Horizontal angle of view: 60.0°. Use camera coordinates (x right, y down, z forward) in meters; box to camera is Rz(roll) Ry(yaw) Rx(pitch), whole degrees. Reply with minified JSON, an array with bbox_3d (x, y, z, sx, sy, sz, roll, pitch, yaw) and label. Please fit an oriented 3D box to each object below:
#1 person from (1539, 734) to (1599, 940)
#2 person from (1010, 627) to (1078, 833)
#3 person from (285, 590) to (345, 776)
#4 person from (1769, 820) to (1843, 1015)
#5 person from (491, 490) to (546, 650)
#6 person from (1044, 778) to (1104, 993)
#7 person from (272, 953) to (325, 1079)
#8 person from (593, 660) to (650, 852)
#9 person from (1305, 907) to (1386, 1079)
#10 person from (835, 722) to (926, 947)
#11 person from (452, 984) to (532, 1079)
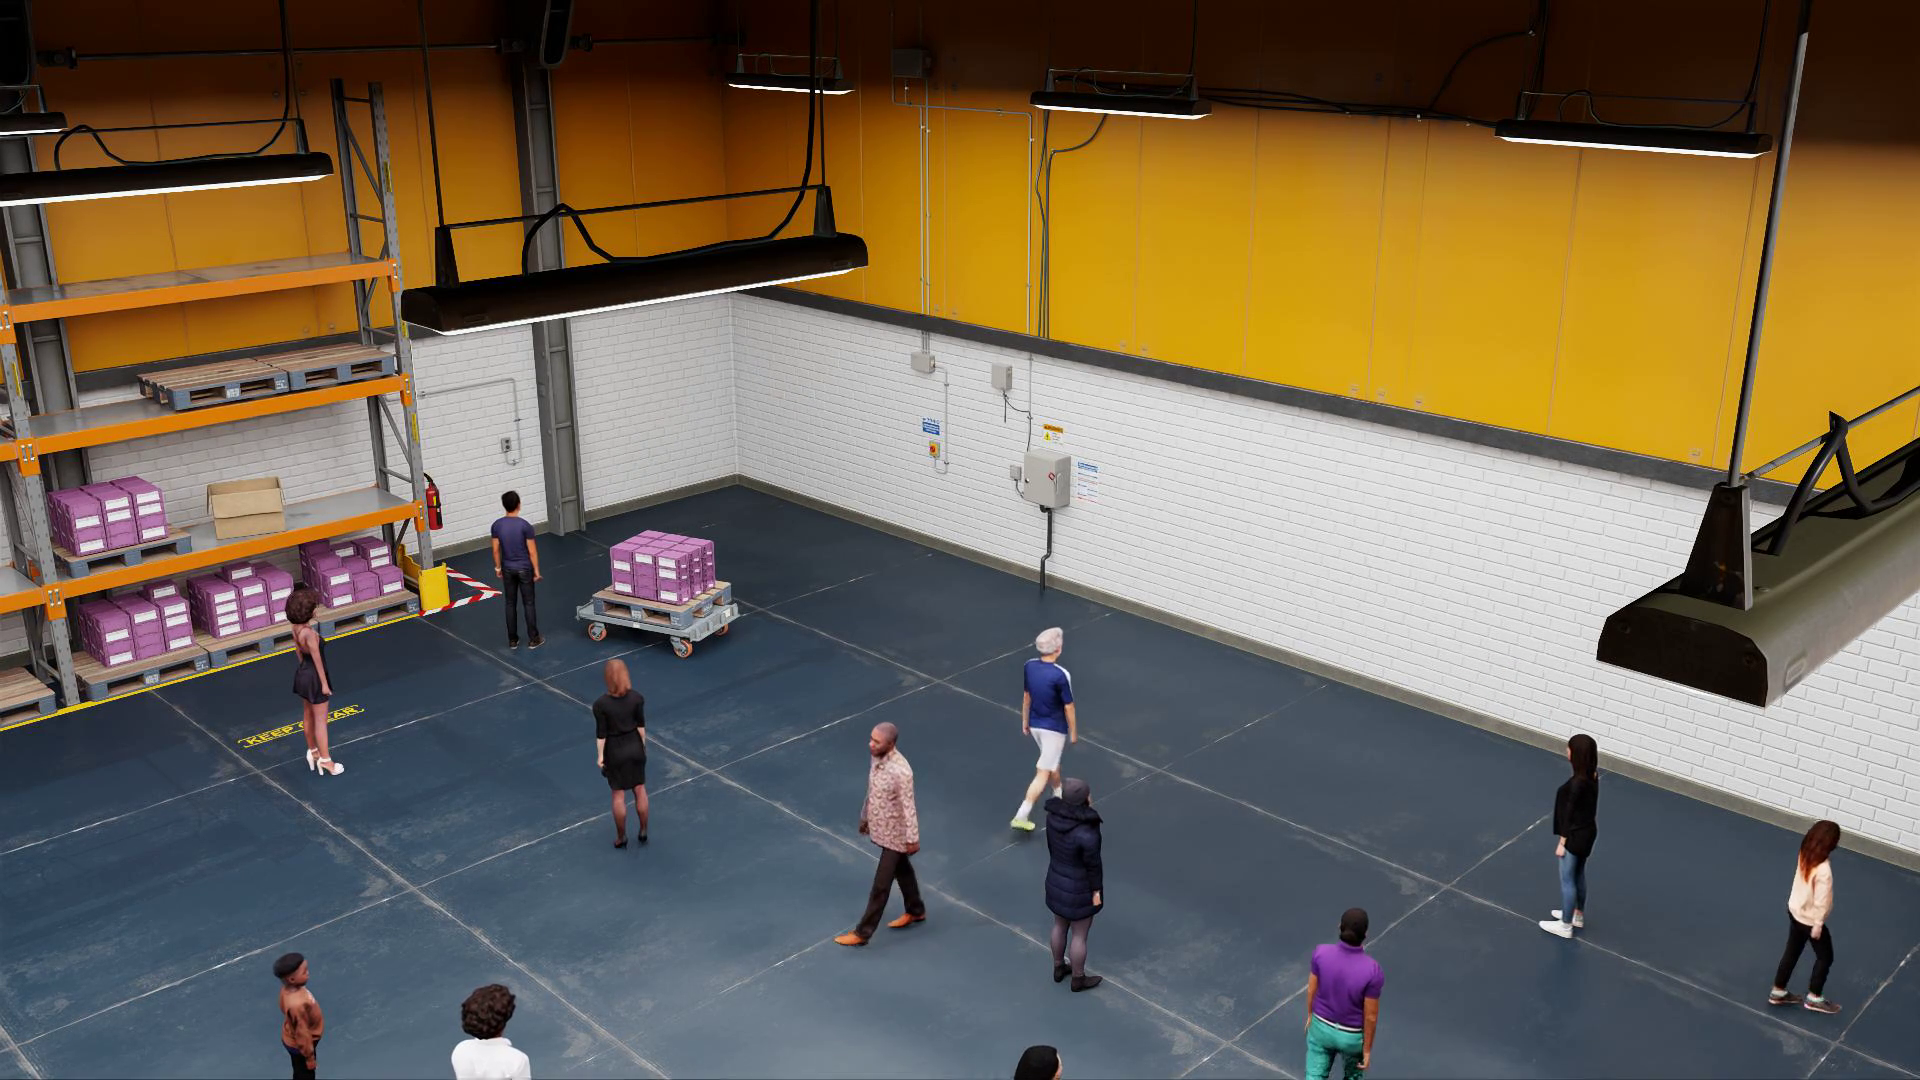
[{"bbox_3d":[4.730,2.256,12.753,0.633,1.645,0.490,14,23,35],"label":"person"},{"bbox_3d":[0.705,1.655,14.300,0.667,1.797,1.184,17,25,41],"label":"person"},{"bbox_3d":[-5.971,1.312,15.329,0.520,1.790,0.538,-17,25,-42],"label":"person"},{"bbox_3d":[5.964,2.668,11.812,0.818,1.466,0.761,1,19,4],"label":"person"},{"bbox_3d":[-4.869,0.326,18.255,0.714,1.792,0.761,1,19,3],"label":"person"},{"bbox_3d":[0.818,2.480,12.044,0.667,1.674,0.682,-15,24,-38],"label":"person"},{"bbox_3d":[-4.202,3.191,10.588,0.535,1.254,0.561,-11,22,-30],"label":"person"},{"bbox_3d":[-2.827,1.806,13.996,0.529,1.705,0.698,-10,21,-27],"label":"person"},{"bbox_3d":[2.282,3.075,10.174,0.873,1.739,1.204,9,21,25],"label":"person"},{"bbox_3d":[-0.438,2.209,12.693,1.172,1.774,0.954,-9,21,-25],"label":"person"},{"bbox_3d":[-2.594,3.325,9.330,0.710,1.805,0.725,4,19,13],"label":"person"}]
